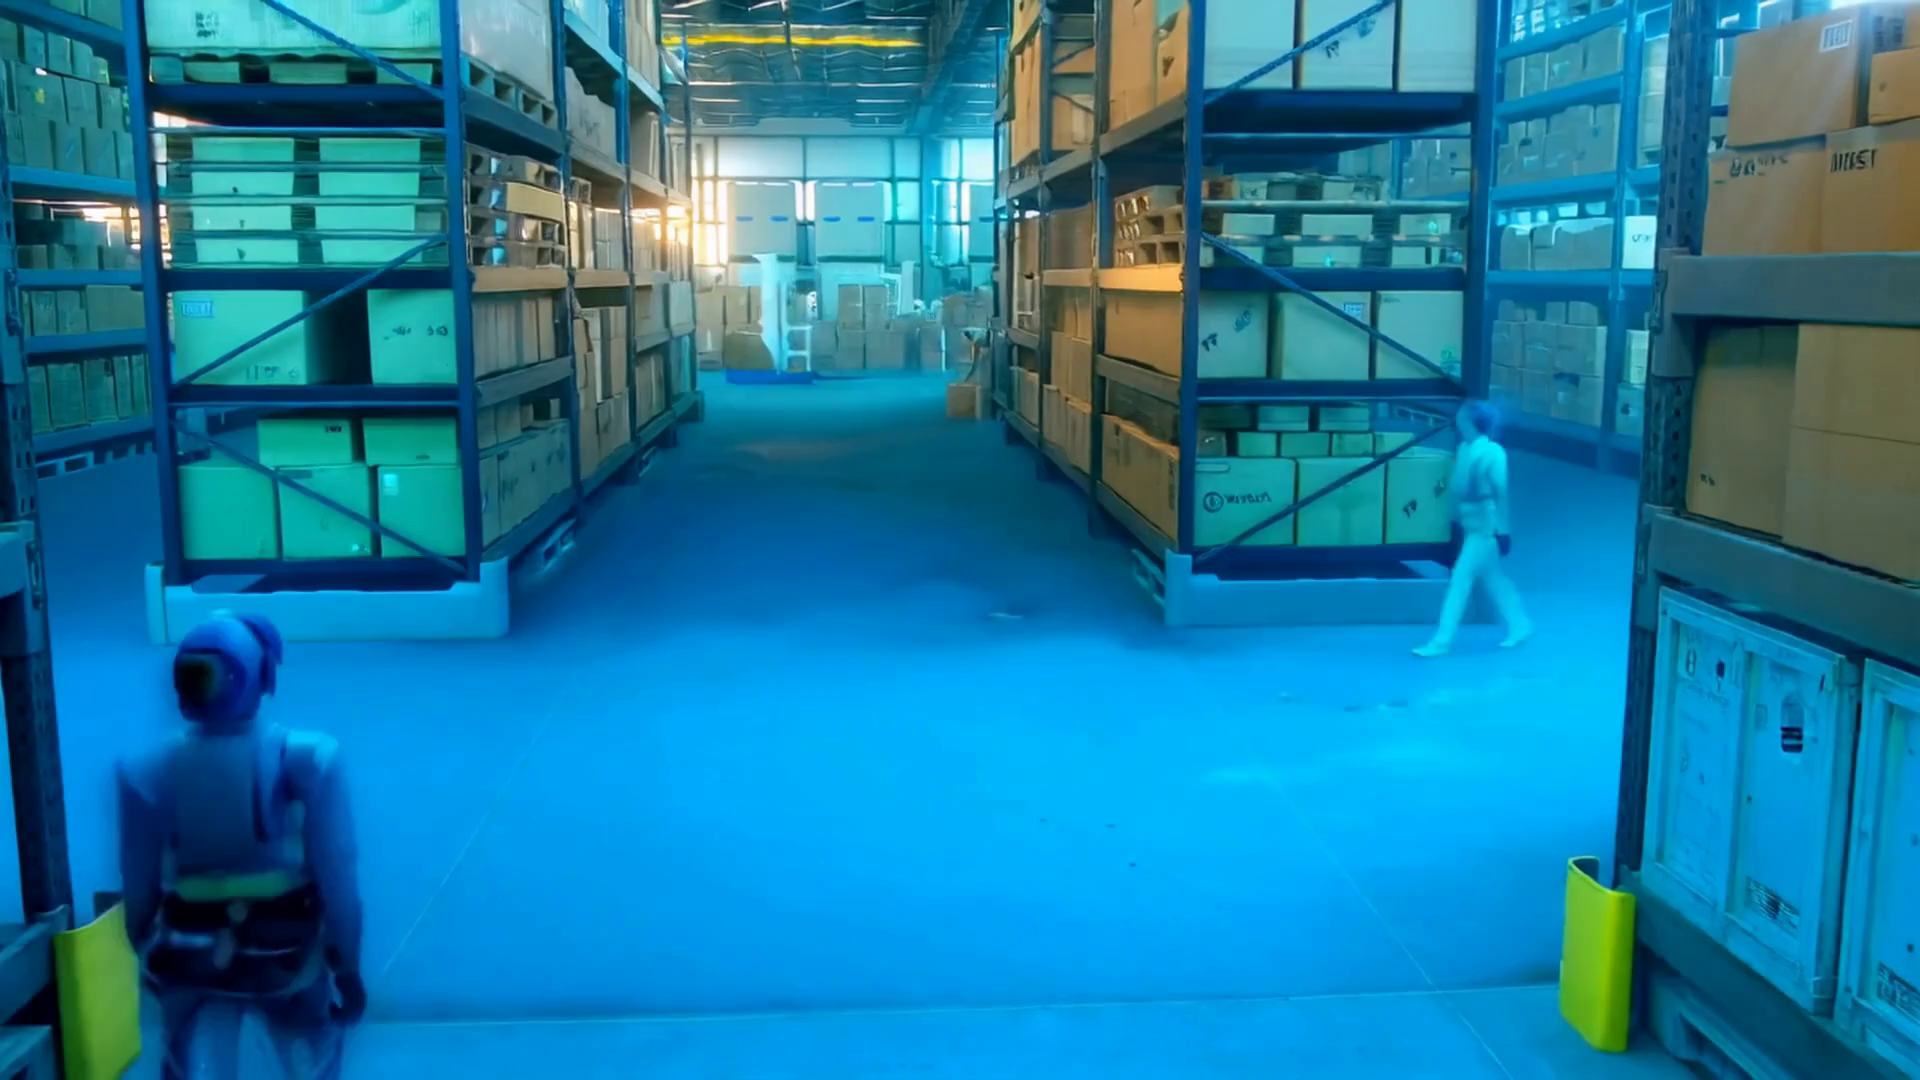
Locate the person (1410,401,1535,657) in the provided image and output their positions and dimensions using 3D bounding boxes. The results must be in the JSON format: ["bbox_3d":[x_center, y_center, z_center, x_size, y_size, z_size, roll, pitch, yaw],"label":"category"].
[{"bbox_3d":[3.248,-0.075,10.341,0.883,1.594,0.516,-2,9,-10],"label":"person"}]

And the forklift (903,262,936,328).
[{"bbox_3d":[-1.796,-8.346,58.236,1.873,2.768,1.129,0,9,3],"label":"forklift"}]

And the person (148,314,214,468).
[{"bbox_3d":[-7.403,-1.155,15.843,0.572,1.993,0.629,7,11,35],"label":"person"}]

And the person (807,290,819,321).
[{"bbox_3d":[-4.527,-6.691,50.876,0.498,1.916,0.540,-1,9,-7],"label":"person"}]

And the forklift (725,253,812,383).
[{"bbox_3d":[-4.157,-4.825,36.125,1.873,2.768,1.129,-1,9,-4],"label":"forklift"}]

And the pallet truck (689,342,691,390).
[{"bbox_3d":[-5.225,-3.008,27.480,1.885,1.965,0.823,2,9,14],"label":"pallet truck"}]

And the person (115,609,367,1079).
[{"bbox_3d":[-1.618,0.946,3.841,0.545,1.602,0.782,-1,9,-7],"label":"person"}]
